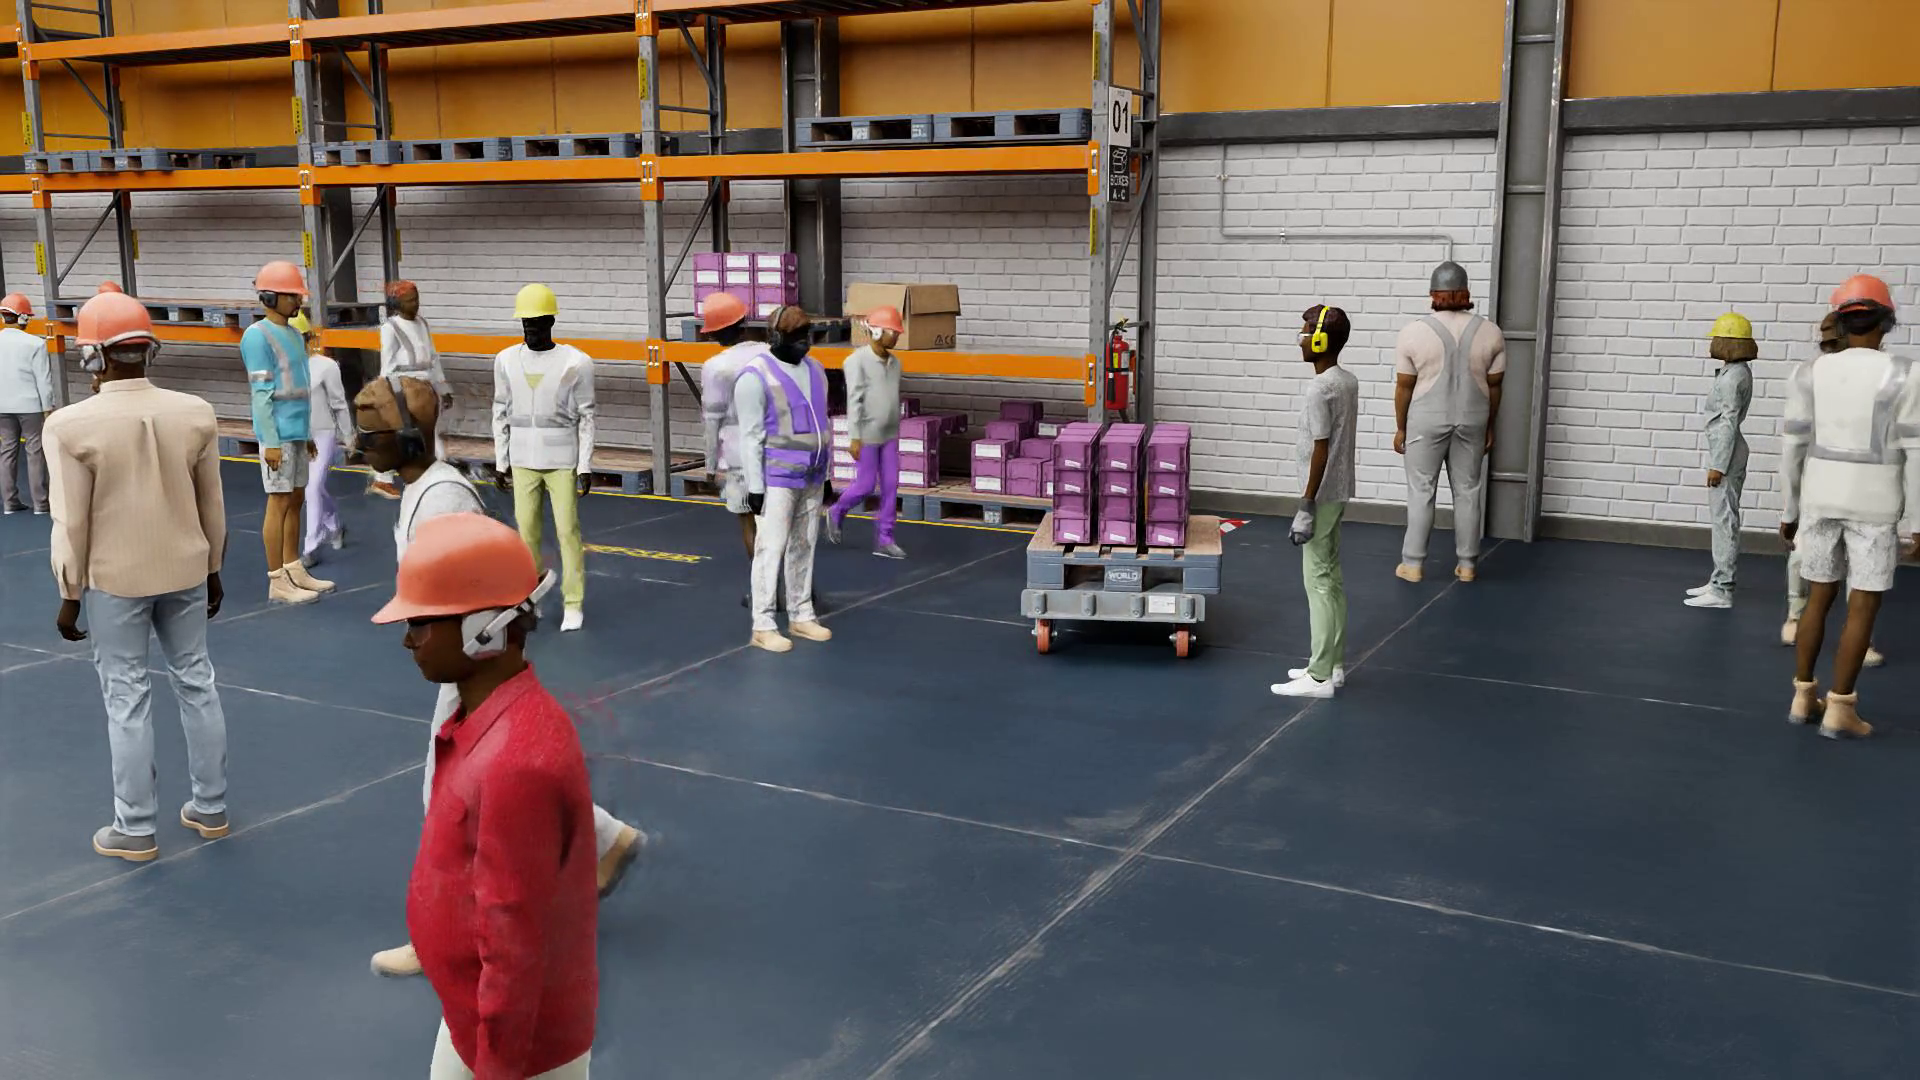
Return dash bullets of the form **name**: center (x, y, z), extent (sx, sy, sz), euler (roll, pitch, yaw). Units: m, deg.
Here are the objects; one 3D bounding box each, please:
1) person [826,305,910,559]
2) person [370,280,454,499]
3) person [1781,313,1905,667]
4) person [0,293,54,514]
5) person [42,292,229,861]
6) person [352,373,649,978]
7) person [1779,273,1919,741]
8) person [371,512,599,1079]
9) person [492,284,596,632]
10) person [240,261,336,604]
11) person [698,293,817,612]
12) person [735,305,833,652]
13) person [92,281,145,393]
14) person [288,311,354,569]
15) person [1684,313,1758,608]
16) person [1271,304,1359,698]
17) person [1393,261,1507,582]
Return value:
- **person**: center (-0.612, -0.745, 11.409), extent (0.611, 1.725, 0.567), euler (9, 14, 41)
- **person**: center (-4.521, -1.223, 13.732), extent (0.972, 1.839, 0.584), euler (2, 10, 10)
- **person**: center (4.576, -0.286, 8.639), extent (0.595, 1.824, 0.498), euler (4, 11, 19)
- **person**: center (-7.425, -1.074, 13.180), extent (0.553, 1.742, 0.347), euler (1, 10, 7)
- **person**: center (-2.887, 0.131, 5.876), extent (0.376, 1.997, 0.612), euler (8, 13, 36)
- **person**: center (-1.370, 0.393, 4.961), extent (0.776, 1.812, 0.537), euler (-4, 11, -20)
- **person**: center (3.904, -0.129, 7.301), extent (0.424, 2.032, 0.632), euler (-7, 13, -34)
- **person**: center (-0.733, 0.798, 2.967), extent (0.755, 1.730, 0.565), euler (-4, 11, -23)
- **person**: center (-2.309, -0.449, 9.242), extent (0.587, 1.928, 0.363), euler (1, 10, 6)
- **person**: center (-4.031, -0.642, 9.987), extent (0.371, 2.044, 0.608), euler (0, 10, -1)
- **person**: center (-1.180, -0.490, 9.628), extent (0.662, 1.870, 0.395), euler (-6, 12, -30)
- **person**: center (-0.903, -0.329, 8.860), extent (0.430, 1.835, 0.629), euler (7, 13, 35)
- **person**: center (-8.201, -1.633, 16.198), extent (0.319, 1.756, 0.563), euler (5, 12, 27)
- **person**: center (-4.383, -0.714, 11.280), extent (0.549, 1.718, 0.897), euler (1, 10, 4)
- **person**: center (4.516, -0.470, 9.867), extent (0.294, 1.744, 0.487), euler (5, 12, 27)
- **person**: center (1.707, -0.180, 7.931), extent (0.328, 1.872, 0.513), euler (5, 12, 27)
- **person**: center (3.065, -0.749, 10.580), extent (0.684, 2.000, 0.538), euler (0, 10, 0)
